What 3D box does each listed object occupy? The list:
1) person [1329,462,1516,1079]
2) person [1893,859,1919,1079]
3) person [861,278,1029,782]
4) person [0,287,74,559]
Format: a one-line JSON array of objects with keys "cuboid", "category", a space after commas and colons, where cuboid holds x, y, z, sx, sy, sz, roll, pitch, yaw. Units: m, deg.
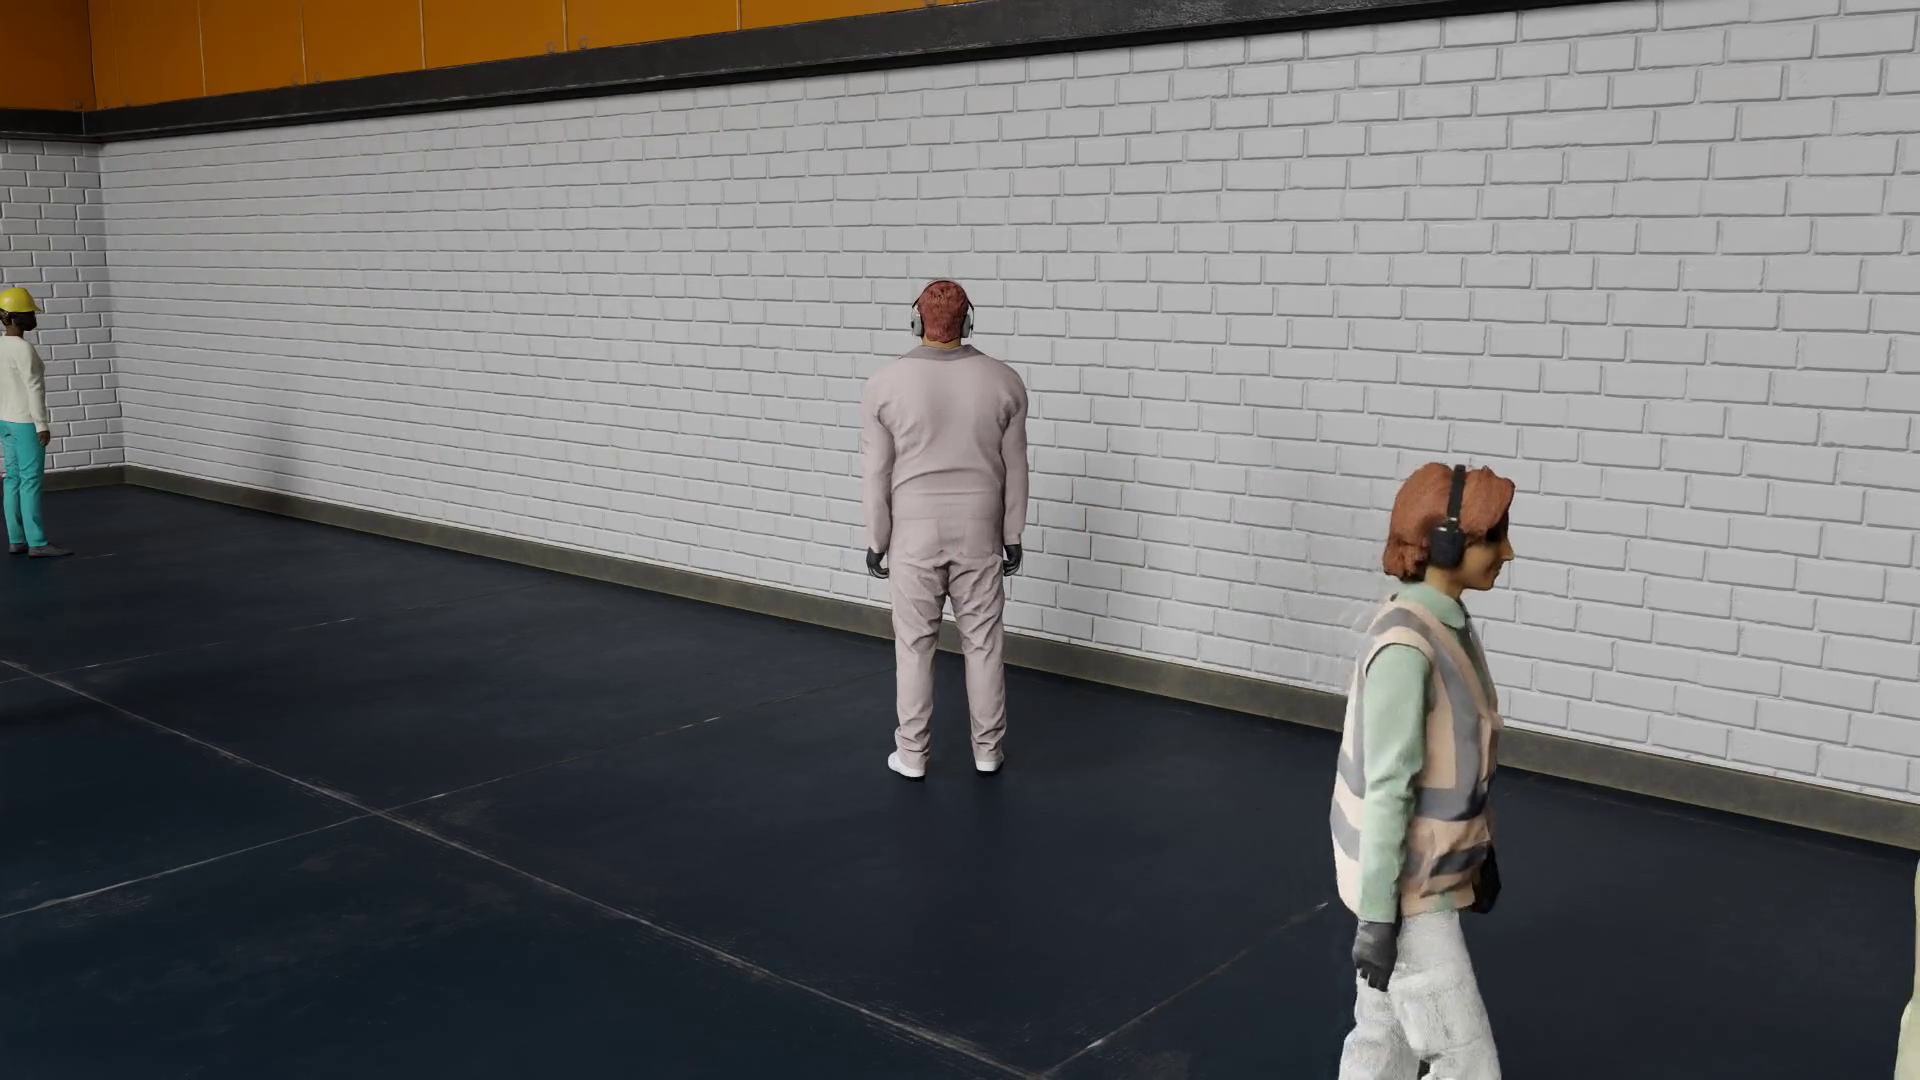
[{"cuboid": [0.964, 0.667, 3.131, 0.562, 1.621, 0.546, 4, 11, 22], "category": "person"}, {"cuboid": [1.269, 0.825, 1.687, 0.404, 1.827, 0.600, -7, 12, -34], "category": "person"}, {"cuboid": [-0.061, -0.029, 6.327, 0.642, 1.909, 0.410, -2, 10, -10], "category": "person"}, {"cuboid": [-6.122, -0.763, 10.904, 0.523, 1.769, 0.317, 8, 13, 37], "category": "person"}]
